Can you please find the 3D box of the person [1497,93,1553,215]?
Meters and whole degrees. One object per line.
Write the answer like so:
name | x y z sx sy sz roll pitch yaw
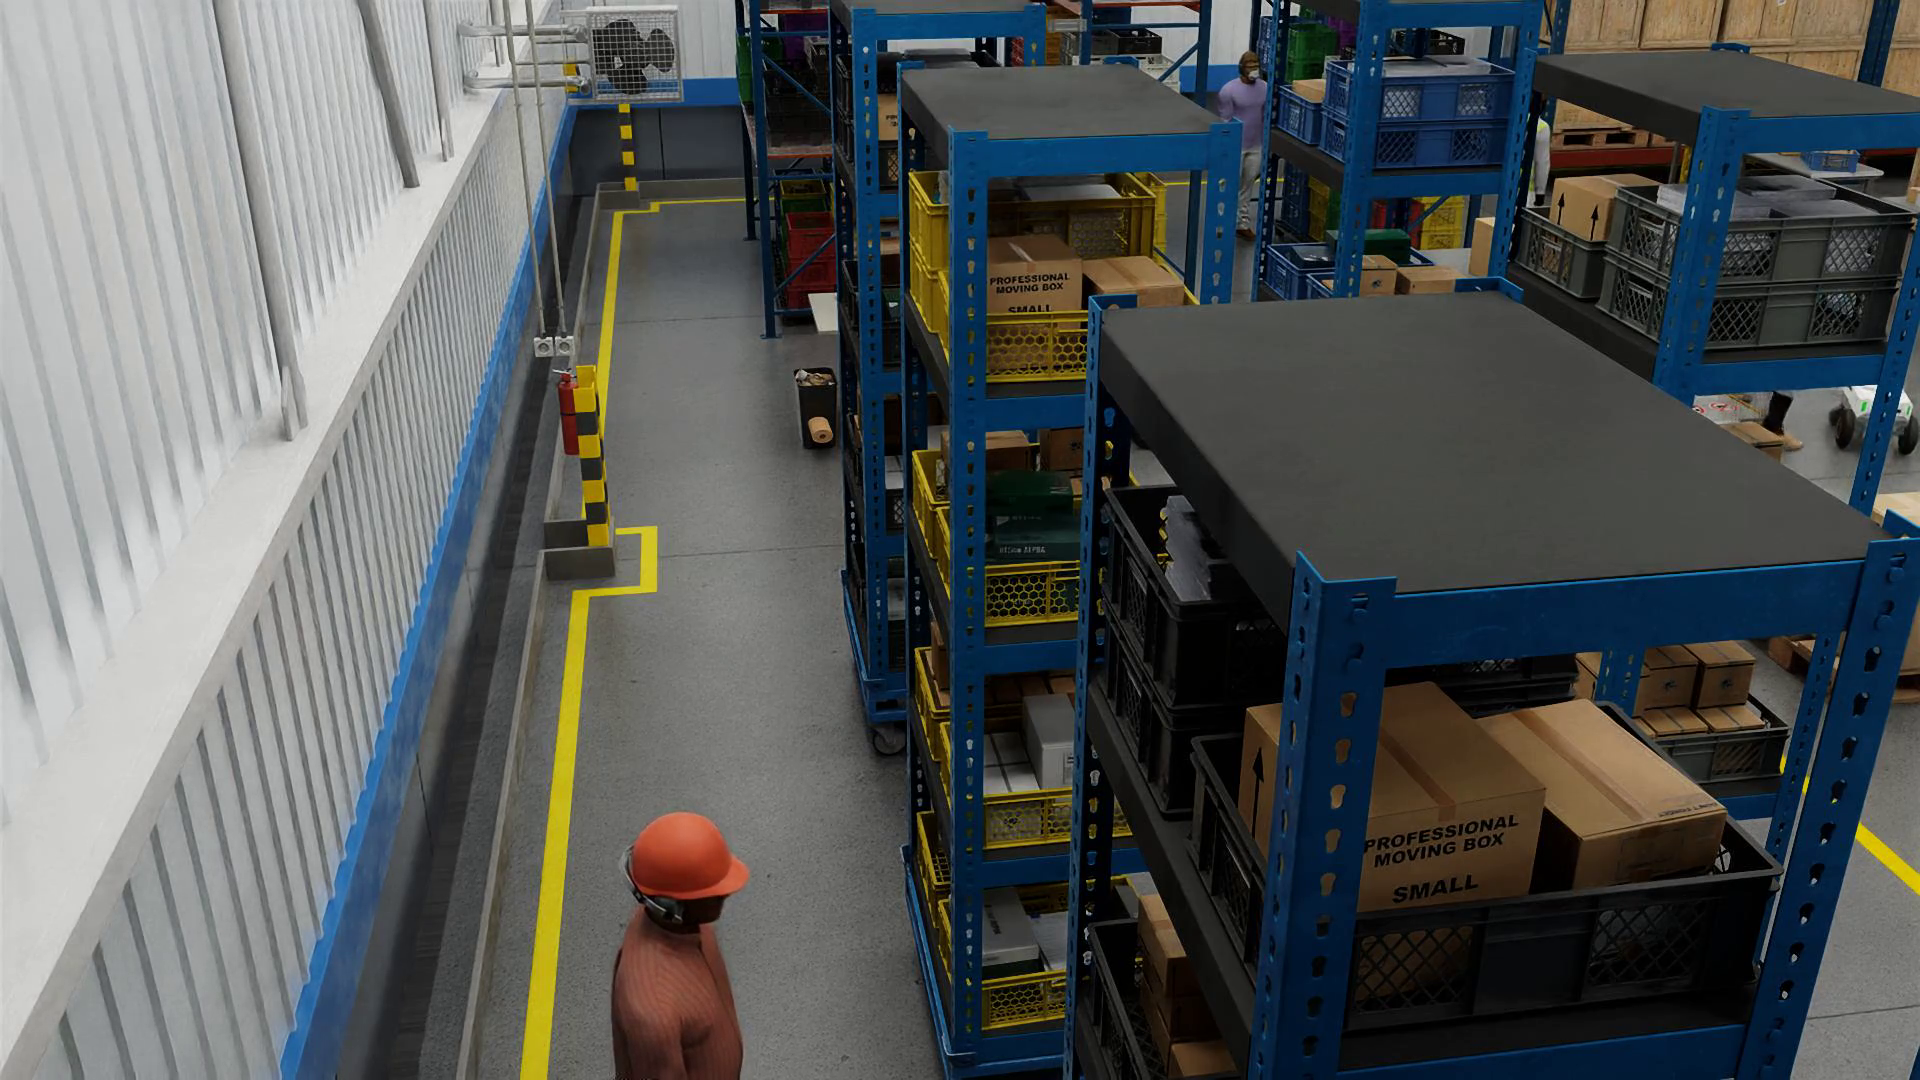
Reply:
person | 5.298 -3.343 15.667 0.429 1.842 0.635 -11 27 -22

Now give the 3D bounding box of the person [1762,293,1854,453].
person | 5.725 -1.288 11.434 0.735 1.640 0.532 -16 29 -31

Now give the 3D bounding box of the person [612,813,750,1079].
person | -0.757 1.621 4.715 0.417 1.985 0.618 -1 25 -1

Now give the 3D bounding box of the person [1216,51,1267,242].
person | 2.889 -4.003 16.986 0.636 1.938 0.354 -13 28 -27

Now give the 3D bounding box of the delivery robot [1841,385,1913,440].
delivery robot | 6.650 -1.029 12.058 0.477 0.478 0.707 8 26 16
